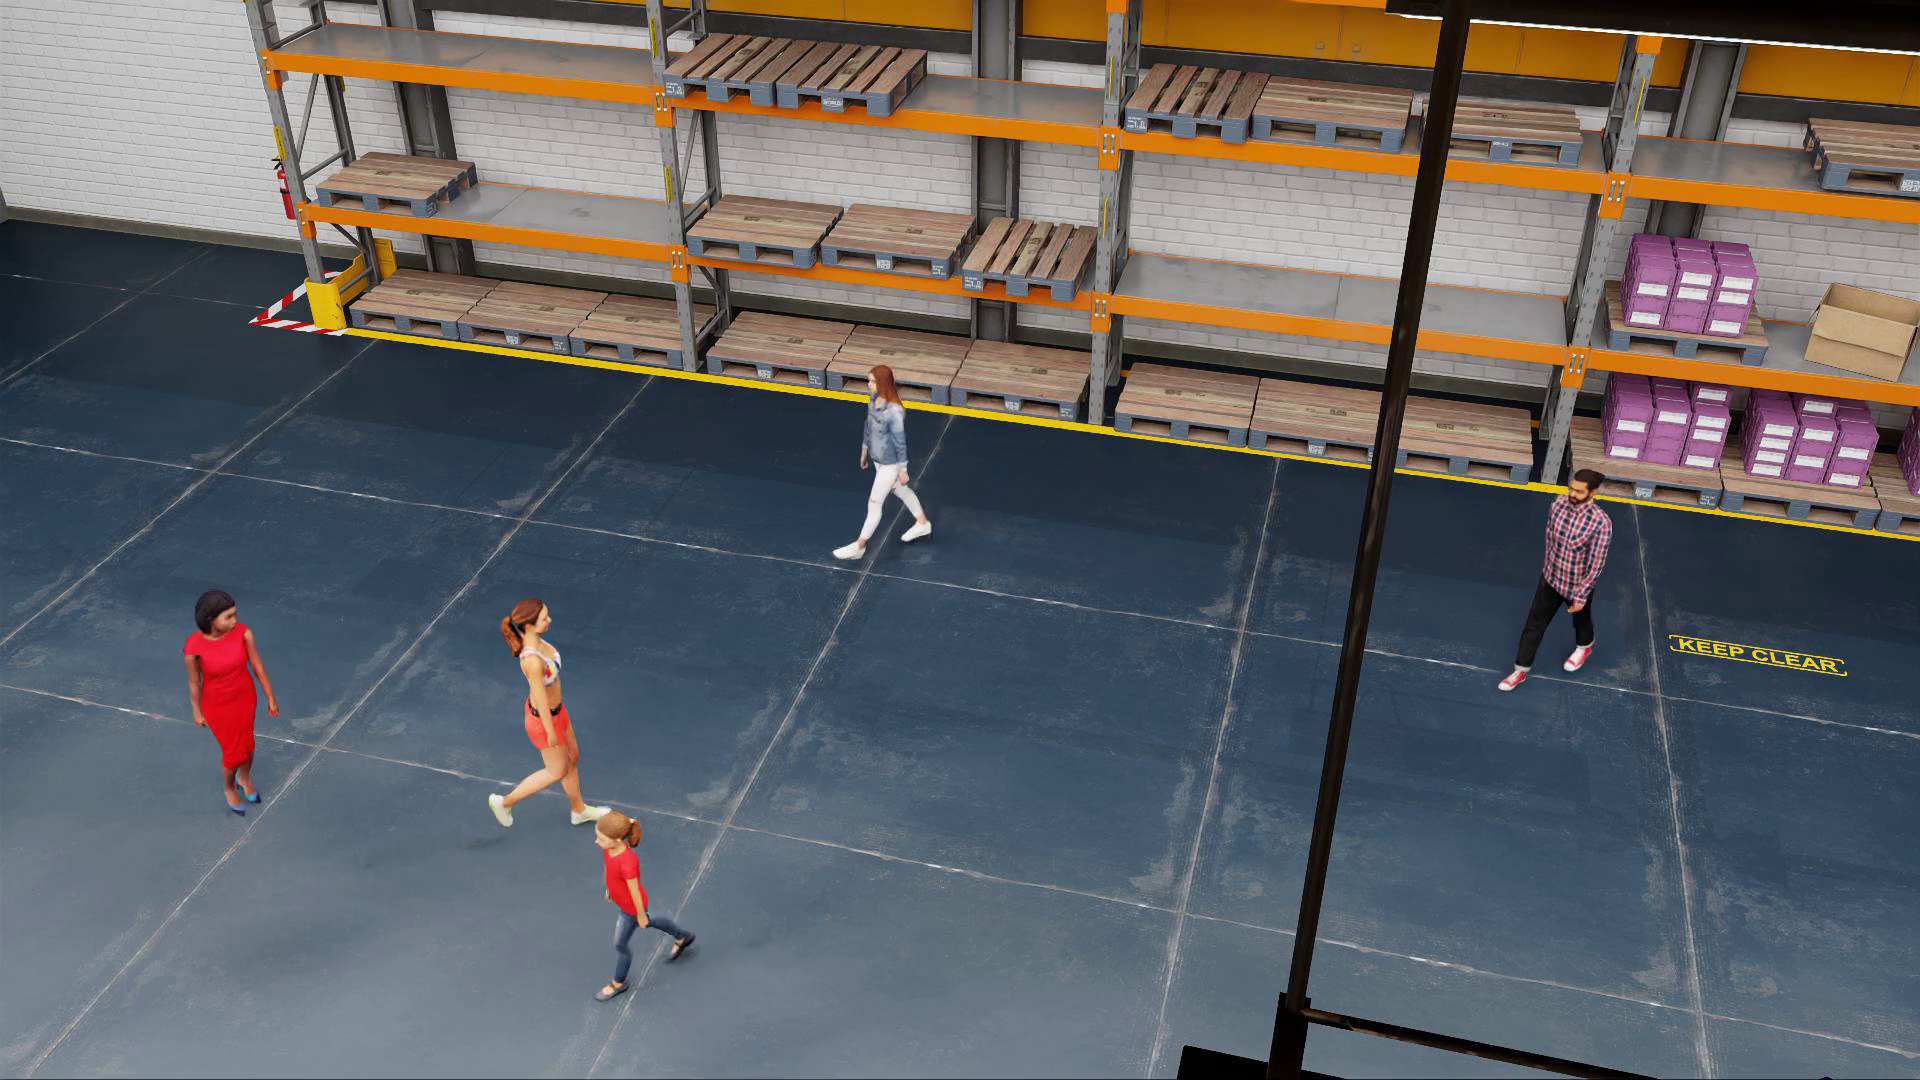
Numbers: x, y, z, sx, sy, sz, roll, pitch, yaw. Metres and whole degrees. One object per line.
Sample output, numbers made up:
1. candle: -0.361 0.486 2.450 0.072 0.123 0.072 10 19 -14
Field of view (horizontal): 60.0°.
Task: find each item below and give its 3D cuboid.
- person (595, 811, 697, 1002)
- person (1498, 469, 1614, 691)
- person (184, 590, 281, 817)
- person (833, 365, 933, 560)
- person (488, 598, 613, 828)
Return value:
1. person: -1.811 2.024 9.461 0.904 1.292 0.856 -17 37 -24
2. person: 4.354 0.252 11.731 1.152 1.729 1.185 -24 41 -32
3. person: -4.683 1.032 10.570 0.726 1.716 0.782 -23 40 -30
4. person: -0.494 -0.627 13.122 1.185 1.655 1.095 -16 37 -22
5. person: -2.653 1.134 10.365 1.060 1.773 0.877 -9 35 -13
